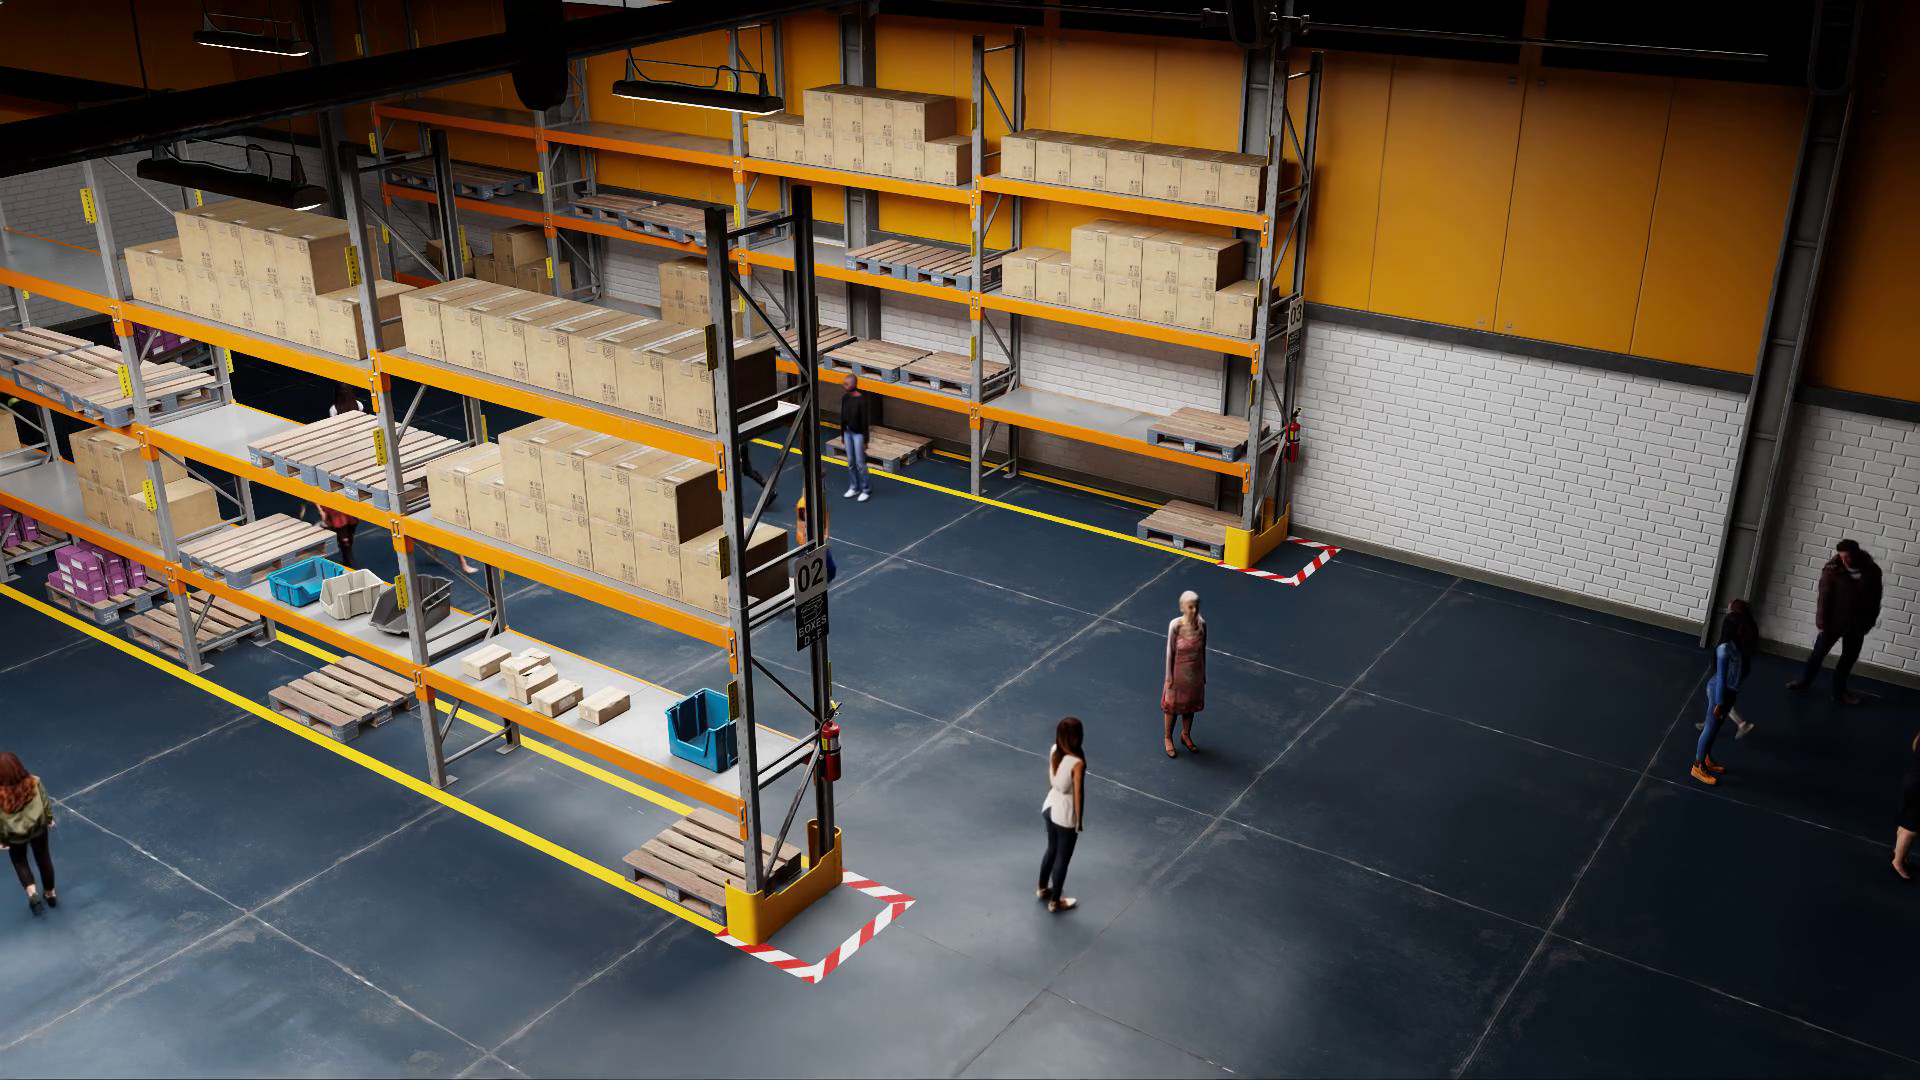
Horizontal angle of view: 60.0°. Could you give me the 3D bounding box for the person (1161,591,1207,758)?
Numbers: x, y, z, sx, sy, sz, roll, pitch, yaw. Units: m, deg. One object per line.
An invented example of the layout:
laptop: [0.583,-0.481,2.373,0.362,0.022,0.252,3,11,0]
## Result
person: [2.167,1.278,16.069,0.685,1.689,0.721,-9,25,-19]

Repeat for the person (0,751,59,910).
person: [-7.682,2.434,13.705,0.688,1.465,0.703,-16,28,-33]

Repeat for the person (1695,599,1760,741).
person: [7.597,1.294,16.288,0.795,1.484,0.607,19,30,37]

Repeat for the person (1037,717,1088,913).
person: [0.810,2.265,13.703,0.731,1.777,0.607,-14,27,-28]

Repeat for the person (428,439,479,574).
person: [-6.220,-0.430,19.969,1.099,1.695,0.801,7,25,16]

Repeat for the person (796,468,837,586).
person: [-1.723,0.059,18.634,0.805,1.869,0.810,8,25,17]

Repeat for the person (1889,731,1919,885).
person: [8.206,2.125,14.155,0.634,1.671,0.710,13,27,28]

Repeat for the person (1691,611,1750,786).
person: [7.160,1.452,15.642,0.521,1.713,0.610,18,29,35]

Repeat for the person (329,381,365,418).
person: [-7.932,-1.247,21.739,0.637,1.775,0.599,-19,30,-36]

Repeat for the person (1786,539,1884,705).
person: [9.068,0.826,16.955,0.889,1.808,1.014,-5,24,-12]

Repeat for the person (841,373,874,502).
person: [-1.374,-1.384,22.096,0.484,1.740,0.668,16,28,32]
